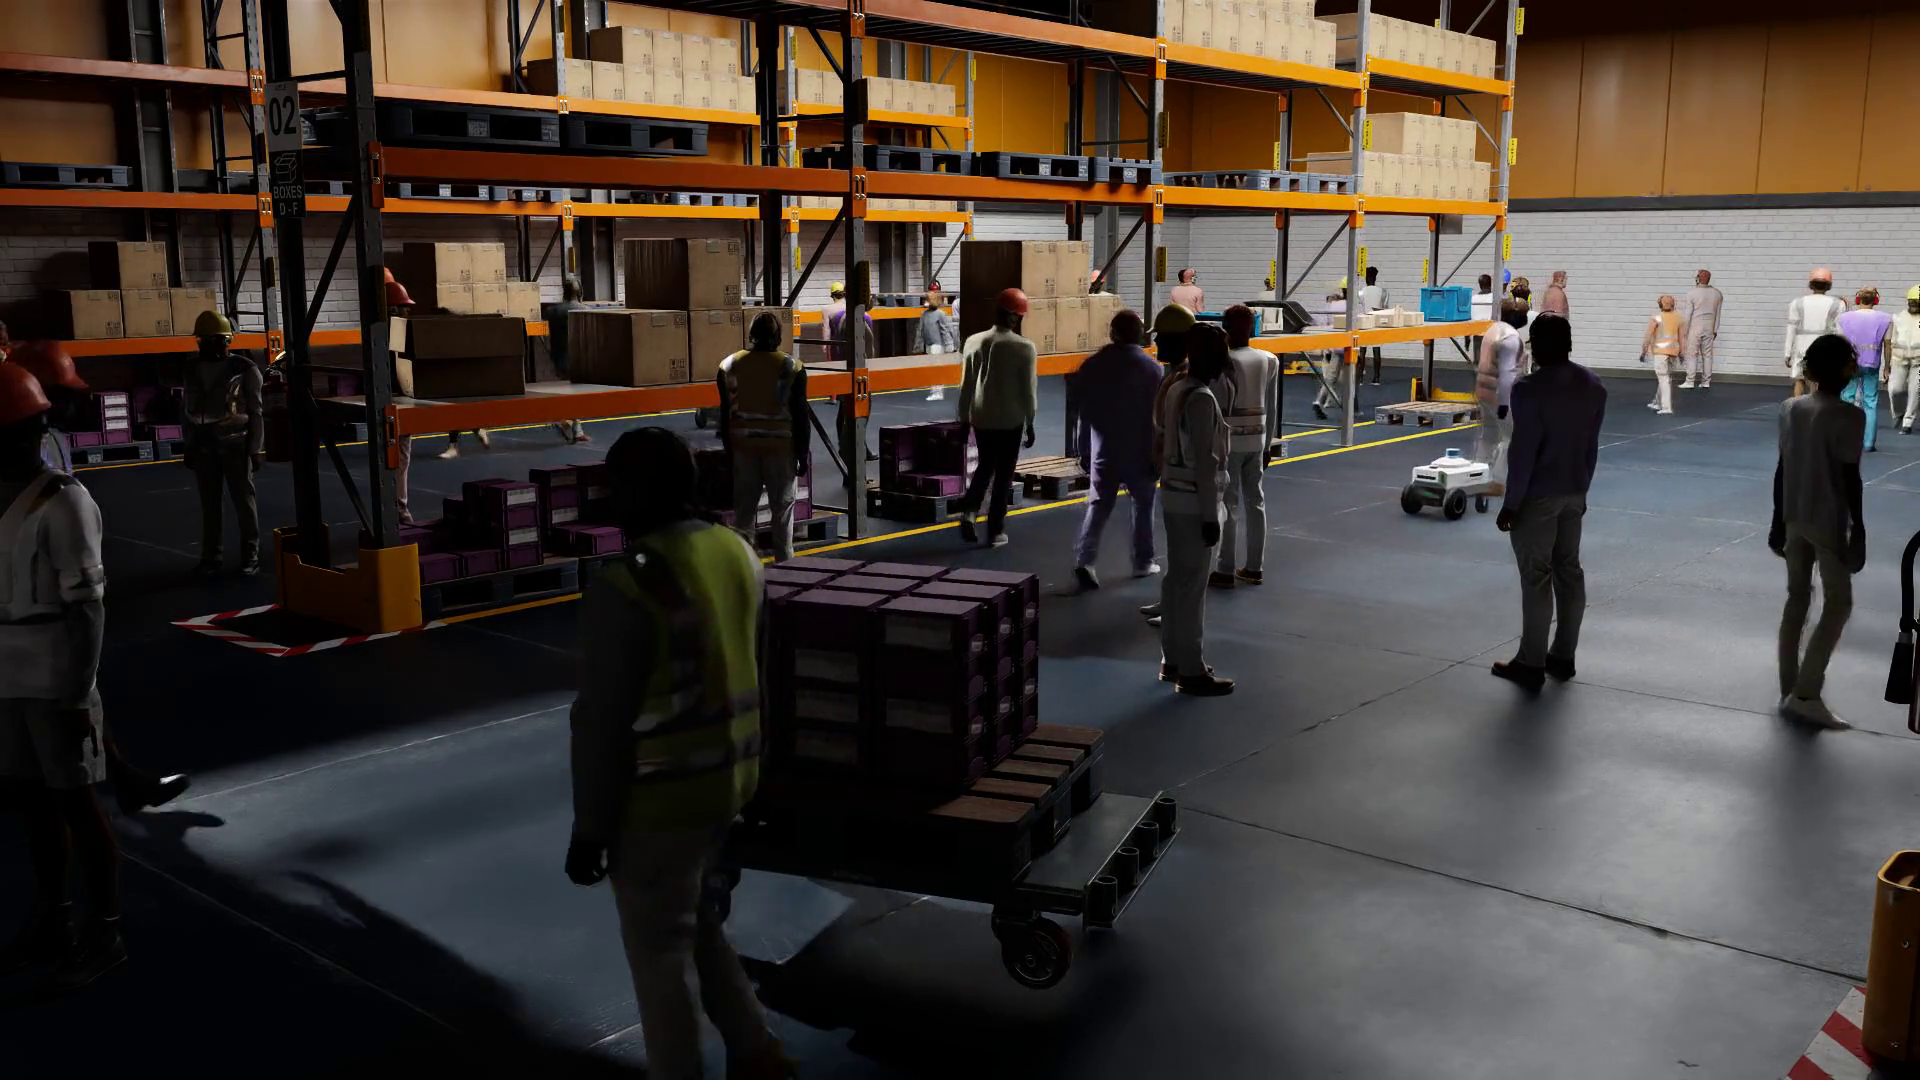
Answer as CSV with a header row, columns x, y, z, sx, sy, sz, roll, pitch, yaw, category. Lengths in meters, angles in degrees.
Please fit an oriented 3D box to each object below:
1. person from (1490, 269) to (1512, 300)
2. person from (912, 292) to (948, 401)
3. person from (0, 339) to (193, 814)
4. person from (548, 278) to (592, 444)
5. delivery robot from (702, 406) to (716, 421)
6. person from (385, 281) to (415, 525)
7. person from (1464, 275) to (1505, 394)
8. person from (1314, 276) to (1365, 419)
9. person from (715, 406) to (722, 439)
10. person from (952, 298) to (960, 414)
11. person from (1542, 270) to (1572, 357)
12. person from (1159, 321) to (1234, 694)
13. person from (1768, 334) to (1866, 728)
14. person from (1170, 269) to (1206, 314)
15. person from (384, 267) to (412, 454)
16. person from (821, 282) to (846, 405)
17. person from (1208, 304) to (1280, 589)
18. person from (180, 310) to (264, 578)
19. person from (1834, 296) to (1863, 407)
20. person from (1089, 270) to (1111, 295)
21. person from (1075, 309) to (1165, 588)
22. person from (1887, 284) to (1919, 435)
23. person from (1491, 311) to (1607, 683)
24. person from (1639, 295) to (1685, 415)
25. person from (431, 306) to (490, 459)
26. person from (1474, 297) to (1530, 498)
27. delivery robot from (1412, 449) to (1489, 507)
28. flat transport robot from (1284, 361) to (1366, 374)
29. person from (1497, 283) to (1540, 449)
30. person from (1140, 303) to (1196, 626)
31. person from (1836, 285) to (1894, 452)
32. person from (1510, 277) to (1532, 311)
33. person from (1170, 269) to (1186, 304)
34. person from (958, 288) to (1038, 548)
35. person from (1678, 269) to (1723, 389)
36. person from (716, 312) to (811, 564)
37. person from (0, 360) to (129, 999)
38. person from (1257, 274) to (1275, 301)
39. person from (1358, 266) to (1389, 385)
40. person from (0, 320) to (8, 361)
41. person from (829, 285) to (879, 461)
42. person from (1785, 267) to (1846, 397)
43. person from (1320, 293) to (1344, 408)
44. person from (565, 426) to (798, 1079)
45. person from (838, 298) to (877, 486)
x,y,z,sx,sy,sz,roll,pitch,yaw,category
8.051,-3.066,24.859,0.603,1.937,0.402,0,10,-3,person
-0.445,-2.849,24.546,0.601,1.613,0.518,-9,13,-40,person
-3.538,0.159,6.610,0.945,1.890,0.576,-1,10,-8,person
-4.488,-2.028,19.033,0.651,1.912,0.642,5,11,25,person
-2.995,-1.745,21.007,0.477,0.478,0.707,2,10,13,delivery robot
-4.394,-1.006,12.959,0.379,1.996,0.611,-7,12,-33,person
7.786,-2.999,24.710,0.610,1.855,0.974,6,11,29,person
5.052,-2.545,22.023,0.887,1.900,0.594,-9,13,-42,person
-2.736,-2.113,19.758,0.404,1.830,0.614,1,10,8,person
0.158,-2.646,22.467,0.542,1.938,0.358,-1,10,-5,person
9.721,-3.436,27.090,0.476,1.888,0.670,0,10,-1,person
1.200,-0.165,8.485,0.355,1.887,0.572,-1,10,-8,person
4.107,-0.050,7.971,0.436,1.849,0.635,-3,11,-19,person
3.828,-3.563,27.764,0.649,1.912,0.409,9,13,40,person
-6.291,-1.948,18.189,0.385,2.045,0.605,-8,13,-37,person
-1.760,-2.834,24.026,0.525,1.769,0.316,-5,11,-28,person
1.843,-0.617,11.063,0.574,1.885,0.356,-5,11,-28,person
-5.070,-0.652,11.408,0.587,1.834,0.403,1,10,6,person
12.126,-2.555,22.906,0.826,1.602,0.511,-3,10,-17,person
2.079,-3.171,25.517,0.560,1.911,0.729,2,10,14,person
1.060,-0.614,11.140,0.646,1.864,0.958,5,11,27,person
11.524,-2.178,20.135,0.596,1.817,0.422,8,13,38,person
3.054,-0.219,8.663,0.627,1.934,0.371,-6,12,-30,person
9.575,-2.528,22.733,0.522,1.600,0.826,-3,10,-14,person
-5.423,-1.721,18.050,0.536,1.651,0.793,5,11,27,person
4.889,-1.270,14.969,0.469,1.822,0.666,0,10,-2,person
4.158,-0.530,14.087,0.707,0.478,0.477,-8,13,-39,delivery robot
6.462,-3.062,29.576,1.431,0.197,0.652,2,10,10,flat transport robot
6.217,-1.931,18.590,0.518,1.870,0.323,0,10,0,person
1.287,-0.446,9.970,0.366,1.927,0.585,0,10,0,person
9.984,-1.889,18.427,0.571,1.840,0.374,4,11,24,person
8.011,-2.845,23.859,0.349,1.847,0.505,2,10,10,person
4.070,-4.009,30.413,0.520,1.874,0.332,6,12,32,person
0.284,-0.897,12.425,0.621,1.962,0.490,5,11,27,person
11.889,-3.384,26.744,0.643,1.913,0.411,-2,10,-10,person
-1.287,-0.591,11.065,0.621,1.837,0.429,2,10,9,person
-2.810,0.420,5.033,0.542,1.930,0.366,6,12,31,person
5.829,-4.112,31.327,0.524,1.760,0.327,8,13,37,person
6.755,-3.524,27.426,0.599,1.958,0.377,1,10,5,person
-8.738,-1.229,15.297,0.524,1.608,0.670,7,12,35,person
-1.128,-1.803,17.678,0.547,1.934,0.376,7,12,35,person
10.399,-2.298,20.231,0.622,2.021,0.436,6,12,32,person
5.313,-2.662,23.451,0.510,1.622,0.527,-8,13,-37,person
-0.716,0.631,4.130,0.433,1.823,0.638,4,11,20,person
-0.957,-1.436,15.575,0.373,1.940,0.629,-2,10,-13,person
